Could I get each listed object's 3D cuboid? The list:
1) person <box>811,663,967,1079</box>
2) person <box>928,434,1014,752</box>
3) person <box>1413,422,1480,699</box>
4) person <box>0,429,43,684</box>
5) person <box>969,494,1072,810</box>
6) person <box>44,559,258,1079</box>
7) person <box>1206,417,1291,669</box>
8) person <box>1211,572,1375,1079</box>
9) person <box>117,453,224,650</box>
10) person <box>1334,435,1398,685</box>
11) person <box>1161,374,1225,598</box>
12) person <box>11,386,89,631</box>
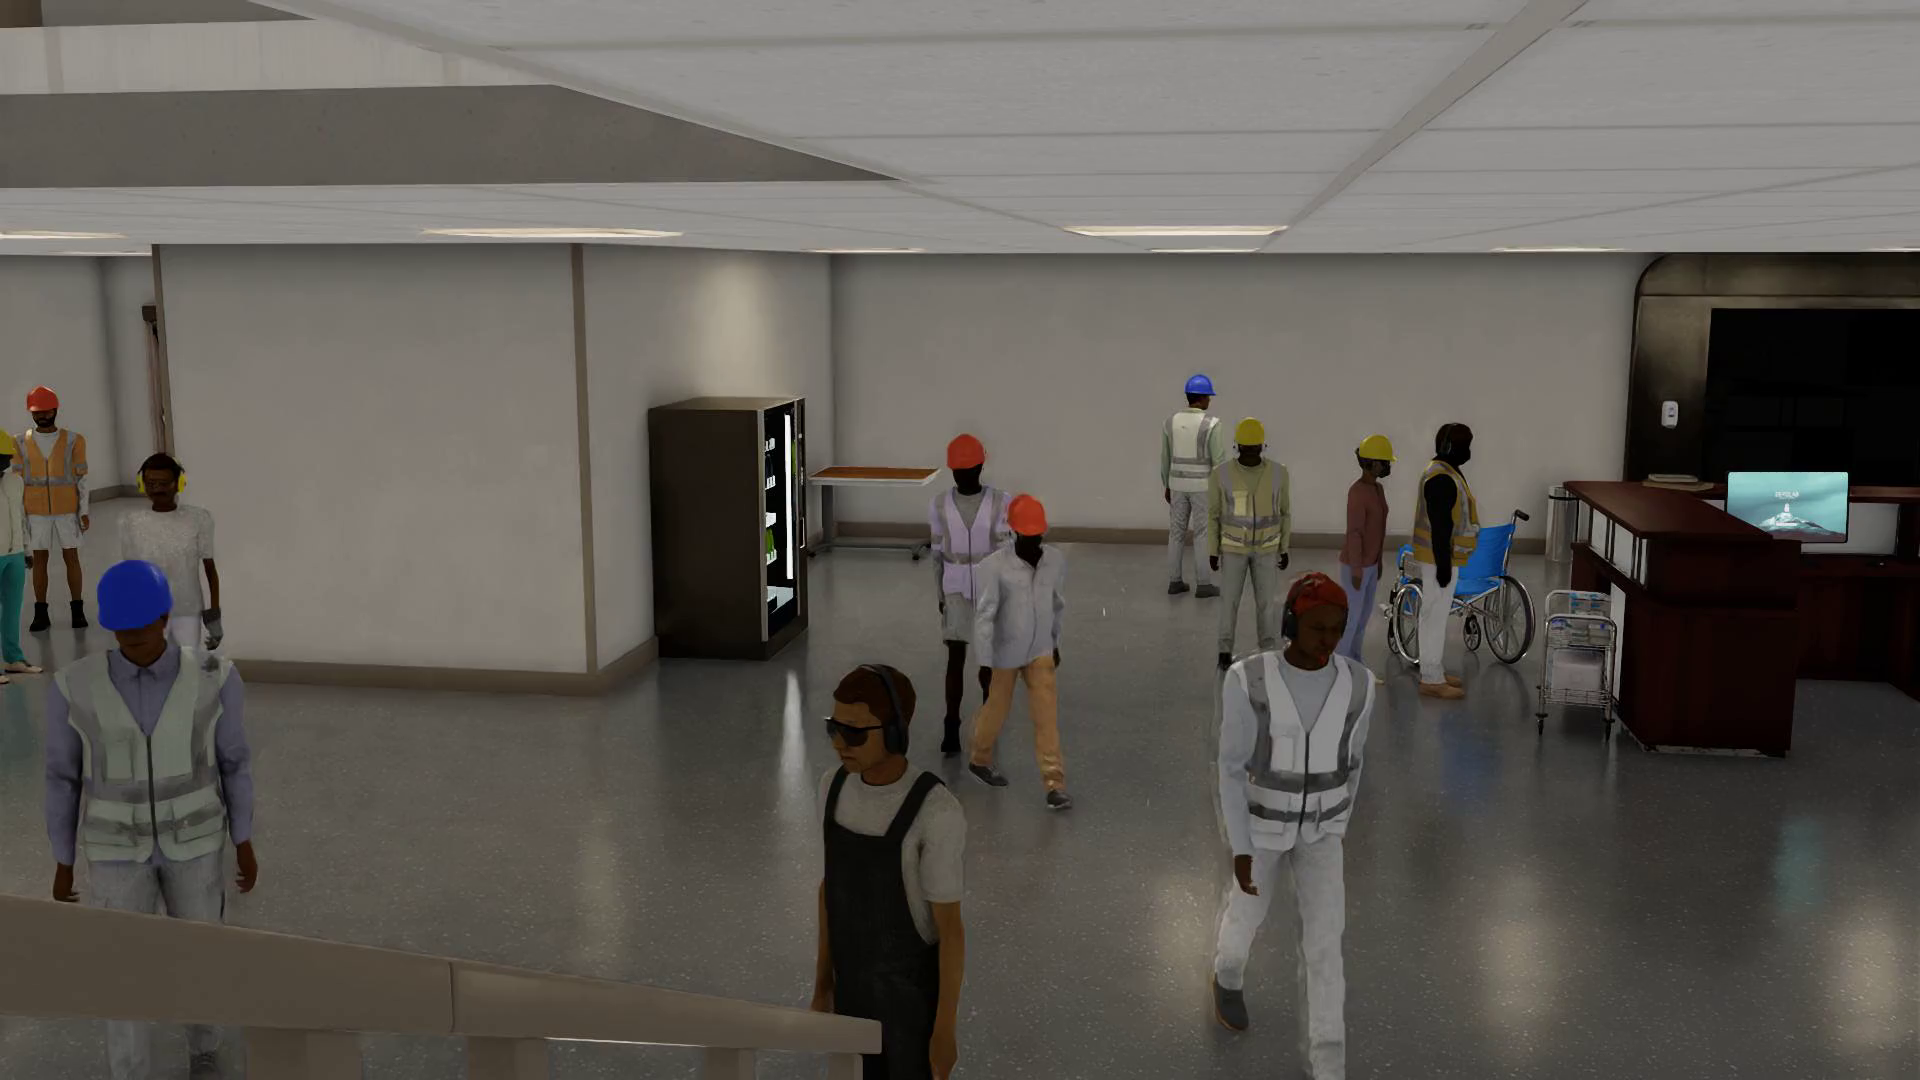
[{"bbox_3d":[-0.196,1.220,4.442,0.514,1.838,0.338,9,13,43],"label":"person"},{"bbox_3d":[0.074,0.295,10.023,0.552,1.882,1.016,1,9,8],"label":"person"},{"bbox_3d":[3.262,0.129,11.176,0.430,1.841,0.624,3,10,18],"label":"person"},{"bbox_3d":[-6.645,0.105,11.547,0.330,1.765,0.533,2,9,12],"label":"person"},{"bbox_3d":[0.327,0.573,8.896,0.614,1.685,0.915,-5,11,-30],"label":"person"},{"bbox_3d":[-2.688,0.997,5.552,0.622,1.947,0.454,-4,10,-25],"label":"person"},{"bbox_3d":[2.051,0.034,11.826,0.594,1.820,0.404,0,9,1],"label":"person"},{"bbox_3d":[1.153,0.996,5.879,0.576,1.837,1.025,-1,9,-4],"label":"person"},{"bbox_3d":[-4.397,0.426,9.276,0.544,1.856,0.477,-3,10,-17],"label":"person"},{"bbox_3d":[2.749,0.164,11.215,0.349,1.758,0.522,5,11,30],"label":"person"},{"bbox_3d":[2.046,-0.470,14.534,0.615,1.943,0.399,8,12,39],"label":"person"},{"bbox_3d":[-7.203,-0.249,13.196,0.542,1.938,0.358,-4,10,-23],"label":"person"}]
